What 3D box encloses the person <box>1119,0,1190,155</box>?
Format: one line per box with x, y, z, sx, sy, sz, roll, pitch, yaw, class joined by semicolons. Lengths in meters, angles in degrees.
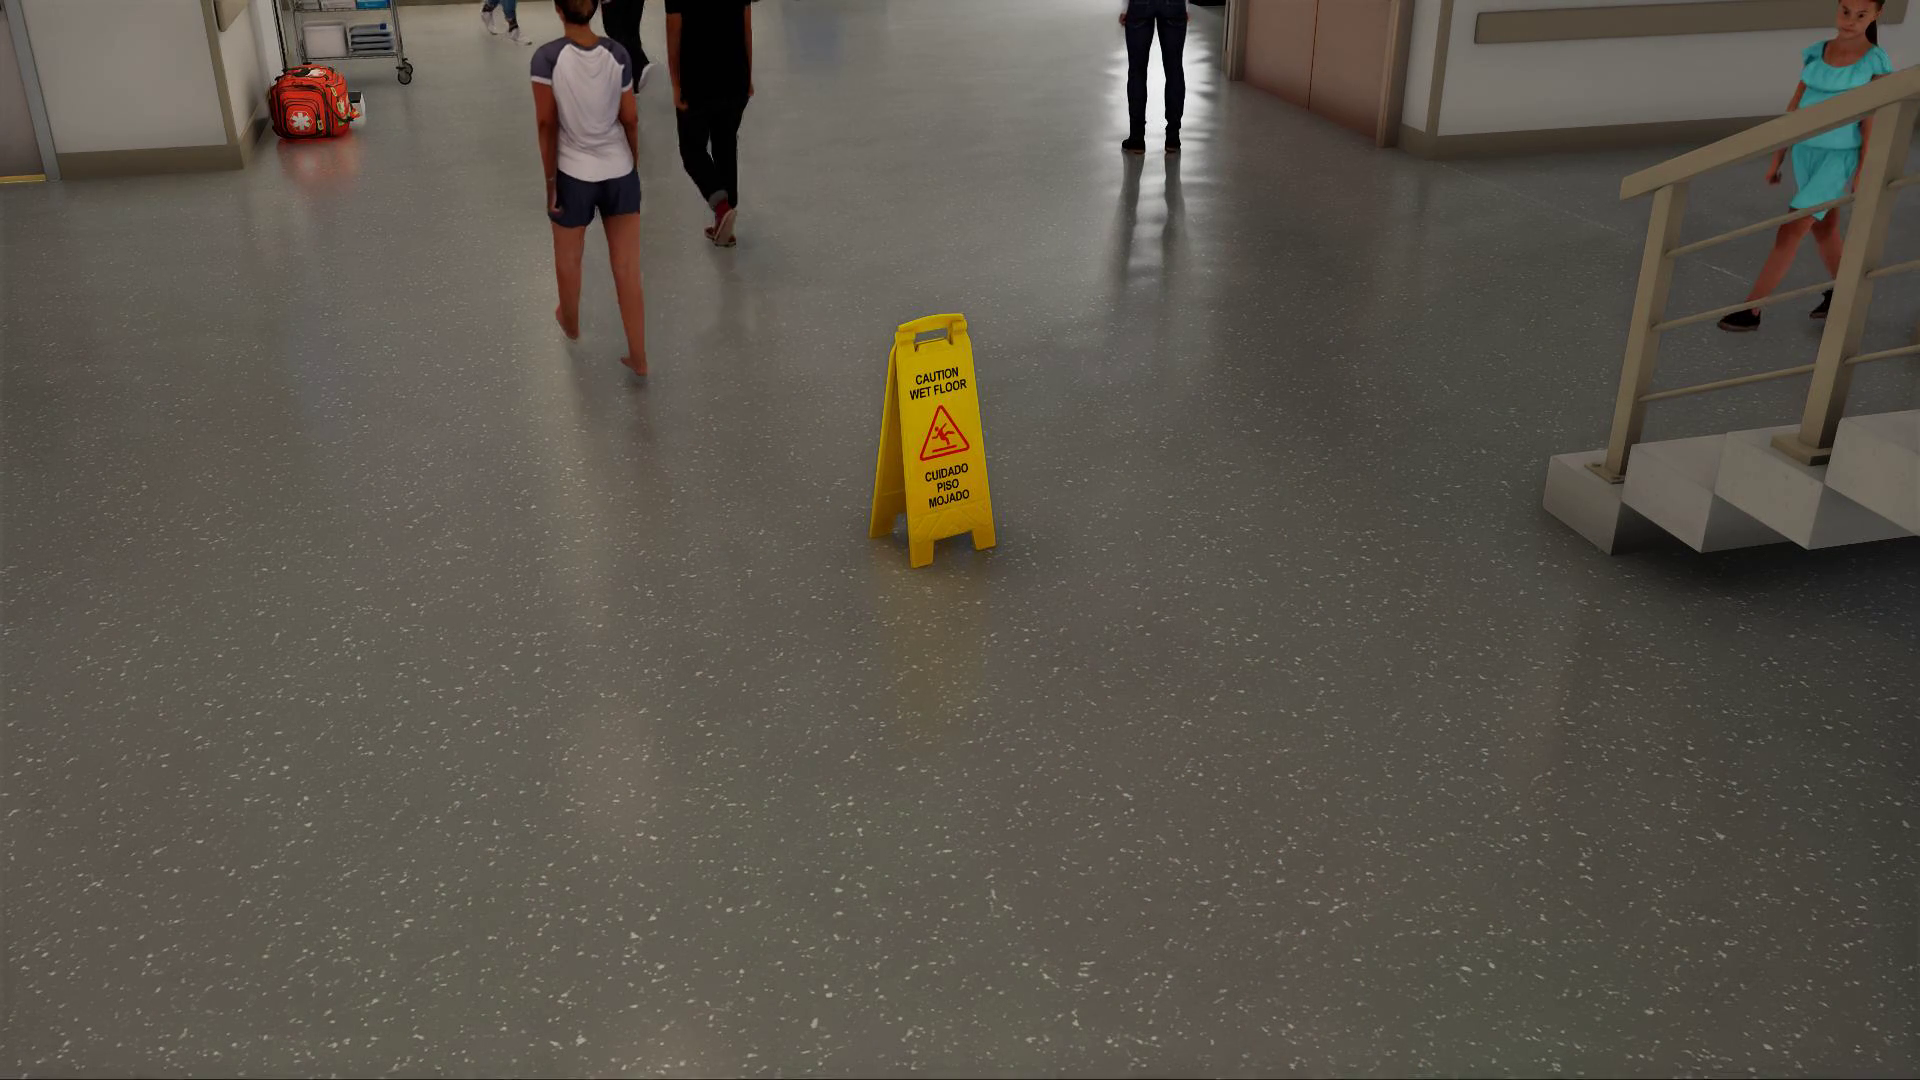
1.238;-3.393;10.475;0.672;1.868;0.666;-1;26;-1;person

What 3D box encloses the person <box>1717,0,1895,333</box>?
3.820;-1.649;7.261;0.778;1.518;1.029;-12;28;-24;person

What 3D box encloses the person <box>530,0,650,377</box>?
-1.452;-1.414;6.713;0.679;1.570;1.045;-11;28;-21;person

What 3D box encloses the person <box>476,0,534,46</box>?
-4.048;-5.260;14.431;1.179;1.794;1.082;17;30;31;person

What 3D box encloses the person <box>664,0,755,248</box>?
-1.212;-2.305;8.359;0.740;1.745;0.899;-14;29;-26;person

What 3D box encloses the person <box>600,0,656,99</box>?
-2.382;-4.055;12.001;0.796;1.733;0.944;-21;33;-37;person
